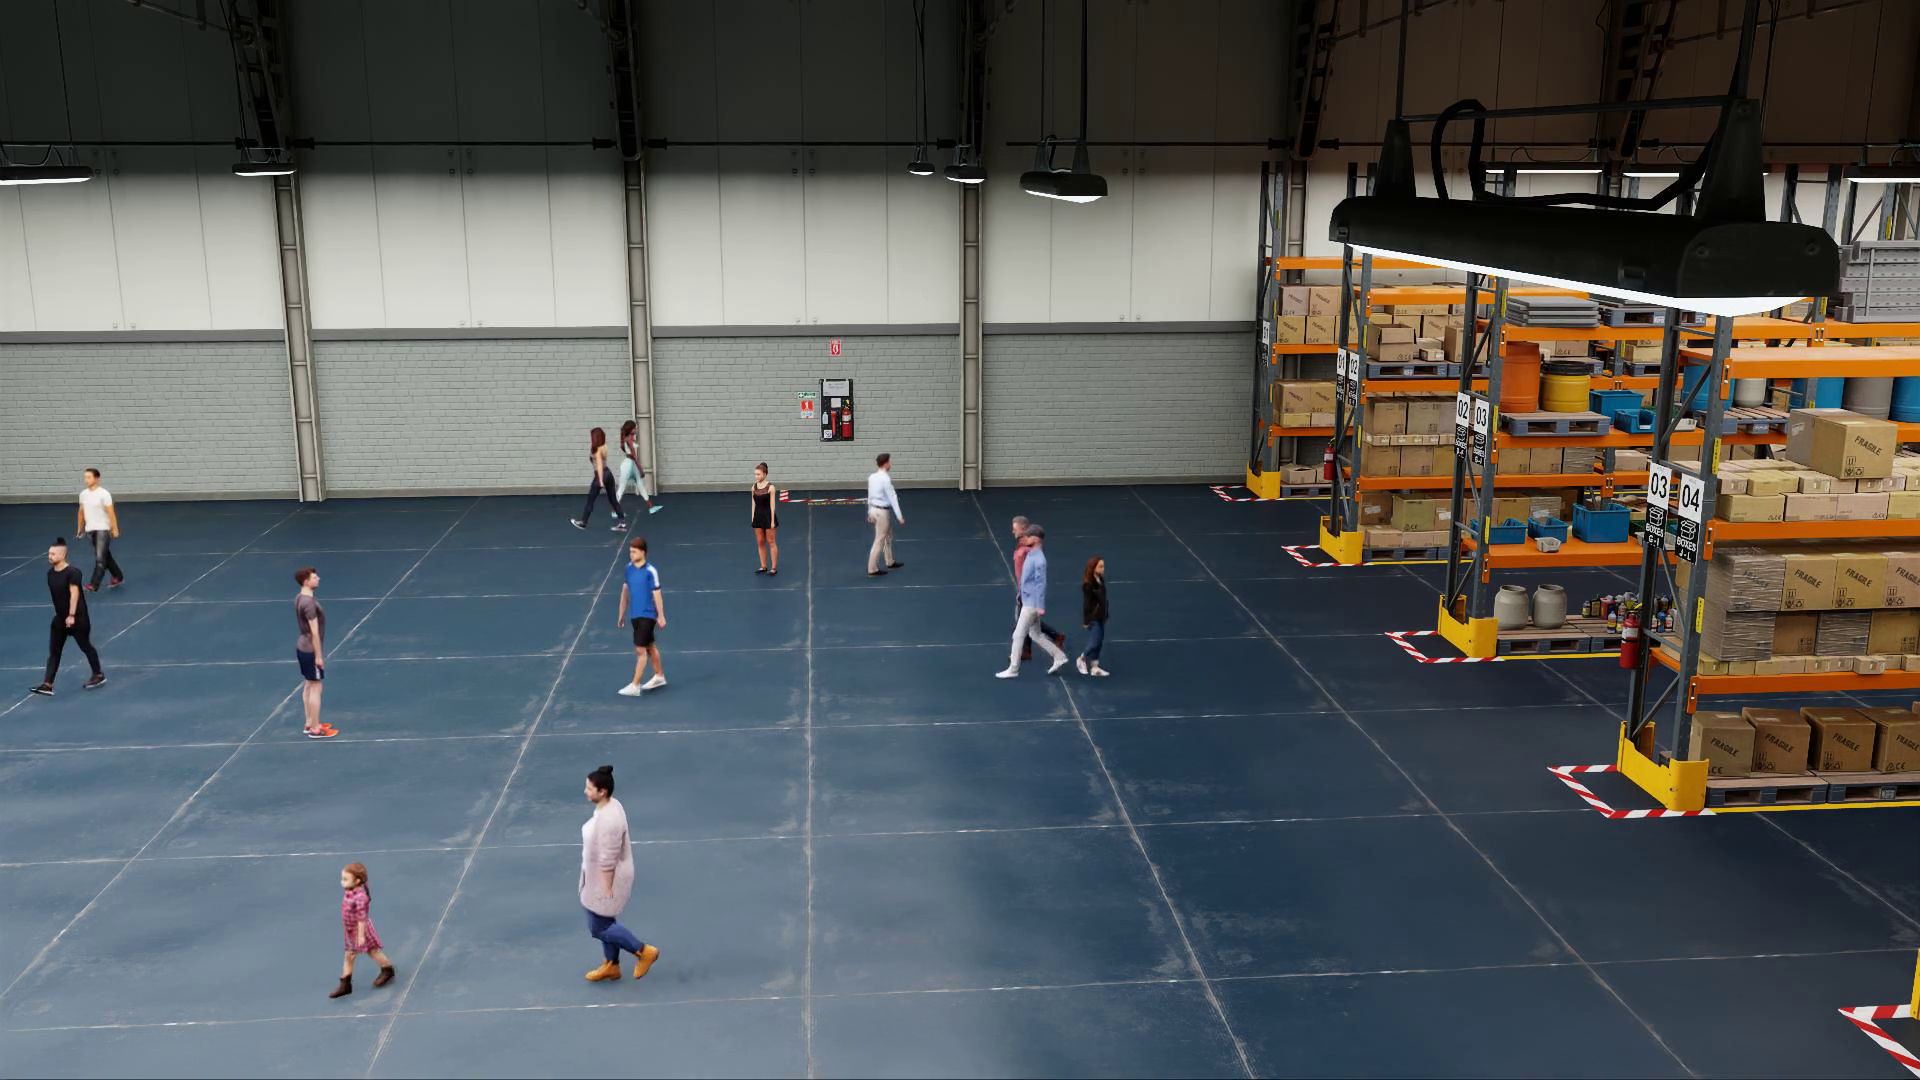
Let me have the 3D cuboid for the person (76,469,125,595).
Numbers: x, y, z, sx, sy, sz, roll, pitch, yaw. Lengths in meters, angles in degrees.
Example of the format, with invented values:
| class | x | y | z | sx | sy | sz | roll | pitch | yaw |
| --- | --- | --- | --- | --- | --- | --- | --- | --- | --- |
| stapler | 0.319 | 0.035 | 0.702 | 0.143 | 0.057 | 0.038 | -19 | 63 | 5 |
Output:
| class | x | y | z | sx | sy | sz | roll | pitch | yaw |
| --- | --- | --- | --- | --- | --- | --- | --- | --- | --- |
| person | -12.219 | -0.138 | 23.750 | 1.154 | 1.761 | 0.996 | 4 | 14 | 15 |

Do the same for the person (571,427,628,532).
| class | x | y | z | sx | sy | sz | roll | pitch | yaw |
| --- | --- | --- | --- | --- | --- | --- | --- | --- | --- |
| person | -5.778 | -0.956 | 27.393 | 1.227 | 1.711 | 0.848 | 2 | 13 | 10 |

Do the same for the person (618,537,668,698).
| class | x | y | z | sx | sy | sz | roll | pitch | yaw |
| --- | --- | --- | --- | --- | --- | --- | --- | --- | --- |
| person | -3.581 | 0.865 | 19.251 | 1.126 | 1.836 | 1.158 | 9 | 16 | 35 |

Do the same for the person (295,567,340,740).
| class | x | y | z | sx | sy | sz | roll | pitch | yaw |
| --- | --- | --- | --- | --- | --- | --- | --- | --- | --- |
| person | -6.949 | 1.191 | 17.807 | 0.711 | 1.852 | 0.723 | -8 | 15 | -31 |

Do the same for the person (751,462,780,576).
| class | x | y | z | sx | sy | sz | roll | pitch | yaw |
| --- | --- | --- | --- | --- | --- | --- | --- | --- | --- |
| person | -2.895 | -0.321 | 24.715 | 0.663 | 1.682 | 0.753 | 6 | 15 | 26 |

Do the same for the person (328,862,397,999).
| class | x | y | z | sx | sy | sz | roll | pitch | yaw |
| --- | --- | --- | --- | --- | --- | --- | --- | --- | --- |
| person | -4.425 | 2.881 | 12.380 | 0.775 | 1.008 | 0.675 | -12 | 17 | -41 |

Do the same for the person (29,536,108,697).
| class | x | y | z | sx | sy | sz | roll | pitch | yaw |
| --- | --- | --- | --- | --- | --- | --- | --- | --- | --- |
| person | -10.229 | 0.873 | 19.257 | 1.176 | 1.818 | 1.067 | 5 | 14 | 21 |

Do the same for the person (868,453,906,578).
| class | x | y | z | sx | sy | sz | roll | pitch | yaw |
| --- | --- | --- | --- | --- | --- | --- | --- | --- | --- |
| person | -1.232 | -0.342 | 24.497 | 1.043 | 1.822 | 0.896 | -8 | 15 | -30 |

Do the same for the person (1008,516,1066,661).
| class | x | y | z | sx | sy | sz | roll | pitch | yaw |
| --- | --- | --- | --- | --- | --- | --- | --- | --- | --- |
| person | 0.927 | 0.605 | 20.438 | 0.928 | 1.808 | 0.757 | -3 | 13 | -13 |

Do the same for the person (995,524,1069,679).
| class | x | y | z | sx | sy | sz | roll | pitch | yaw |
| --- | --- | --- | --- | --- | --- | --- | --- | --- | --- |
| person | 0.934 | 0.731 | 19.771 | 1.104 | 1.863 | 0.651 | -1 | 13 | -3 |

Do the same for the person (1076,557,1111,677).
| class | x | y | z | sx | sy | sz | roll | pitch | yaw |
| --- | --- | --- | --- | --- | --- | --- | --- | --- | --- |
| person | 1.565 | 0.910 | 19.858 | 0.776 | 1.475 | 0.717 | 8 | 15 | 31 |

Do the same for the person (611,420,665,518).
| class | x | y | z | sx | sy | sz | roll | pitch | yaw |
| --- | --- | --- | --- | --- | --- | --- | --- | --- | --- |
| person | -5.747 | -1.184 | 28.448 | 1.094 | 1.678 | 0.561 | -1 | 13 | -6 |

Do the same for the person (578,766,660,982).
| class | x | y | z | sx | sy | sz | roll | pitch | yaw |
| --- | --- | --- | --- | --- | --- | --- | --- | --- | --- |
| person | -2.542 | 2.501 | 12.422 | 0.826 | 1.730 | 0.711 | -3 | 13 | -11 |
